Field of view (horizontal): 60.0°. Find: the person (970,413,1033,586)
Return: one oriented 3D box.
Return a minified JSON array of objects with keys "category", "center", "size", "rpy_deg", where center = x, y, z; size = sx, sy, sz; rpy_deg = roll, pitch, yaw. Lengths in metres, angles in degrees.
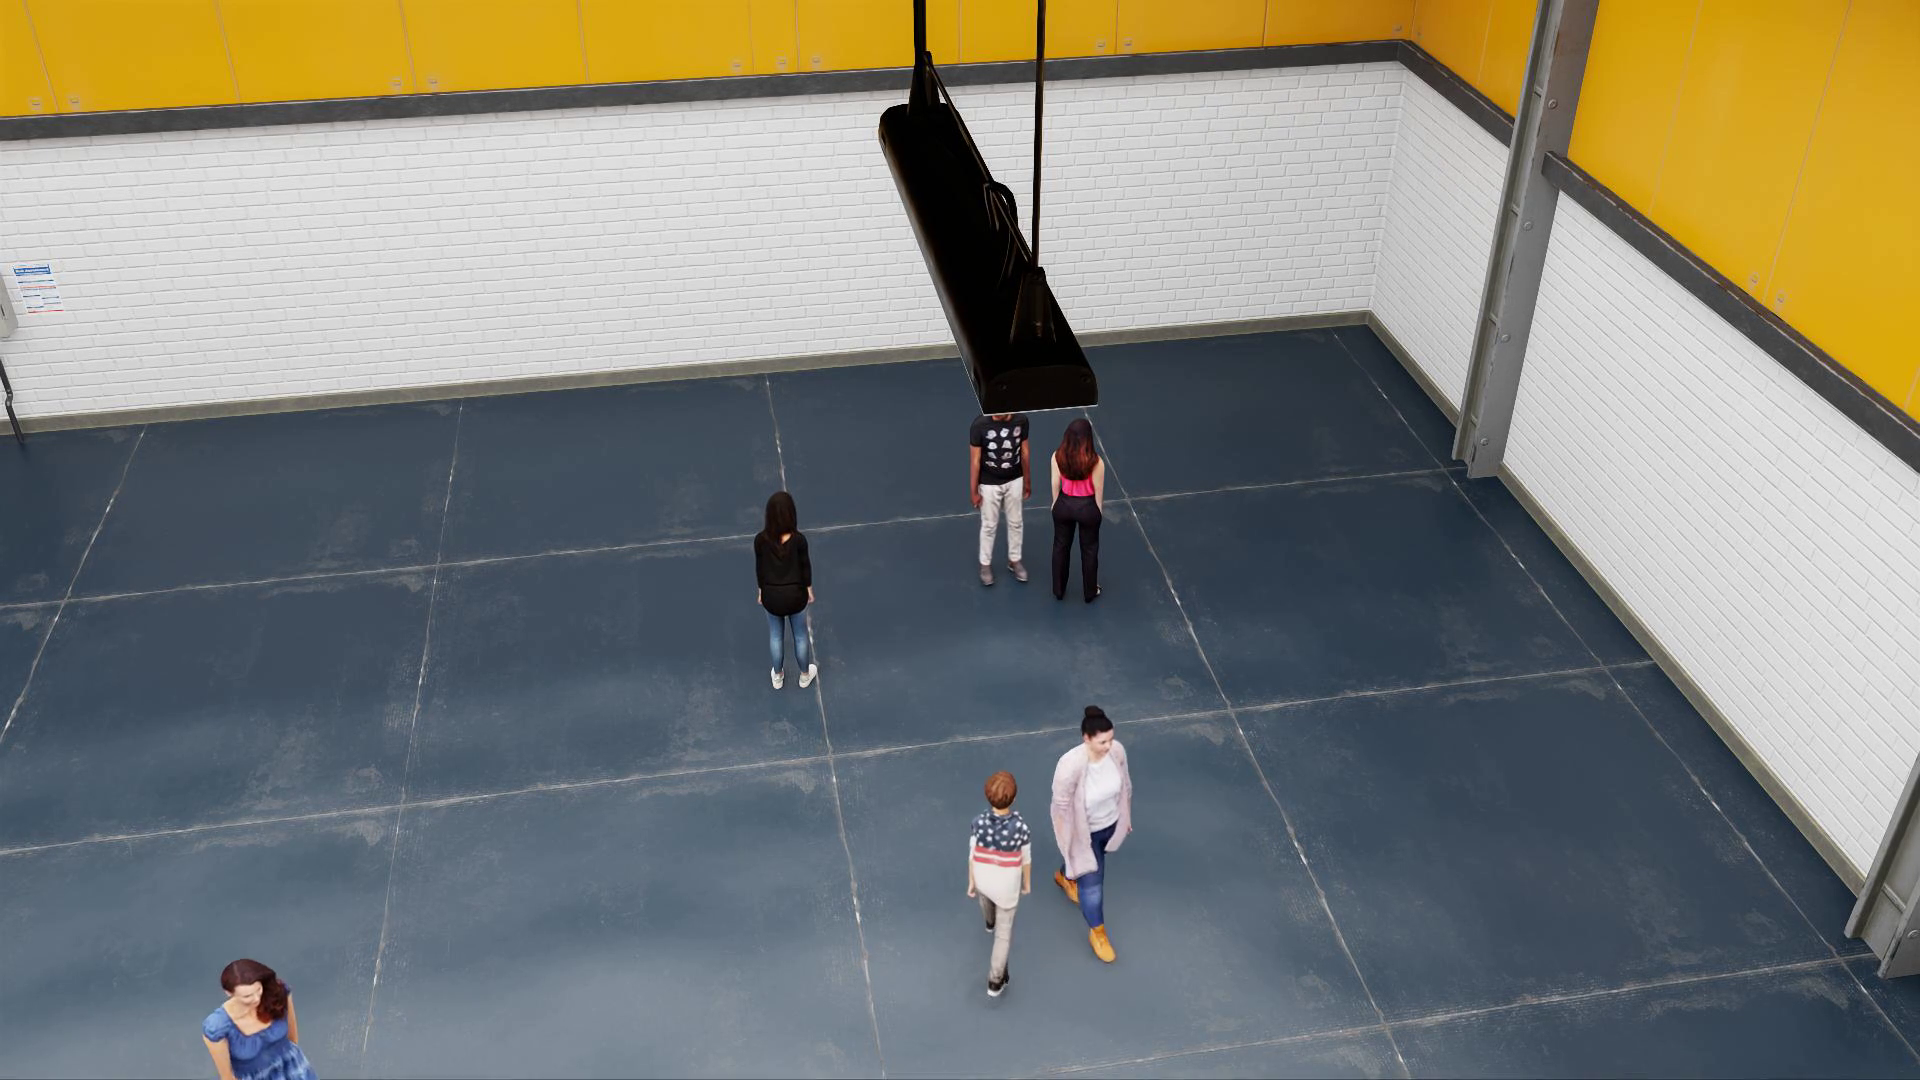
[{"category":"person","center":[0.324,-0.476,13.421],"size":[0.685,1.800,0.636],"rpy_deg":[-9,35,-13]}]

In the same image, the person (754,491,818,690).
[{"category":"person","center":[-1.294,0.383,12.271],"size":[0.610,1.641,0.593],"rpy_deg":[1,34,1]}]

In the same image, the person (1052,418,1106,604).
[{"category":"person","center":[0.934,-0.236,13.186],"size":[0.660,1.660,0.661],"rpy_deg":[10,35,14]}]

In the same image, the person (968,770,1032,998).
[{"category":"person","center":[0.215,2.068,9.962],"size":[0.794,1.392,1.081],"rpy_deg":[7,34,11]}]

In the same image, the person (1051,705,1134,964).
[{"category":"person","center":[0.758,1.693,10.239],"size":[0.958,1.710,1.132],"rpy_deg":[-22,40,-30]}]

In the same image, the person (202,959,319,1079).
[{"category":"person","center":[-3.604,2.768,8.559],"size":[1.160,1.779,1.030],"rpy_deg":[28,43,35]}]
